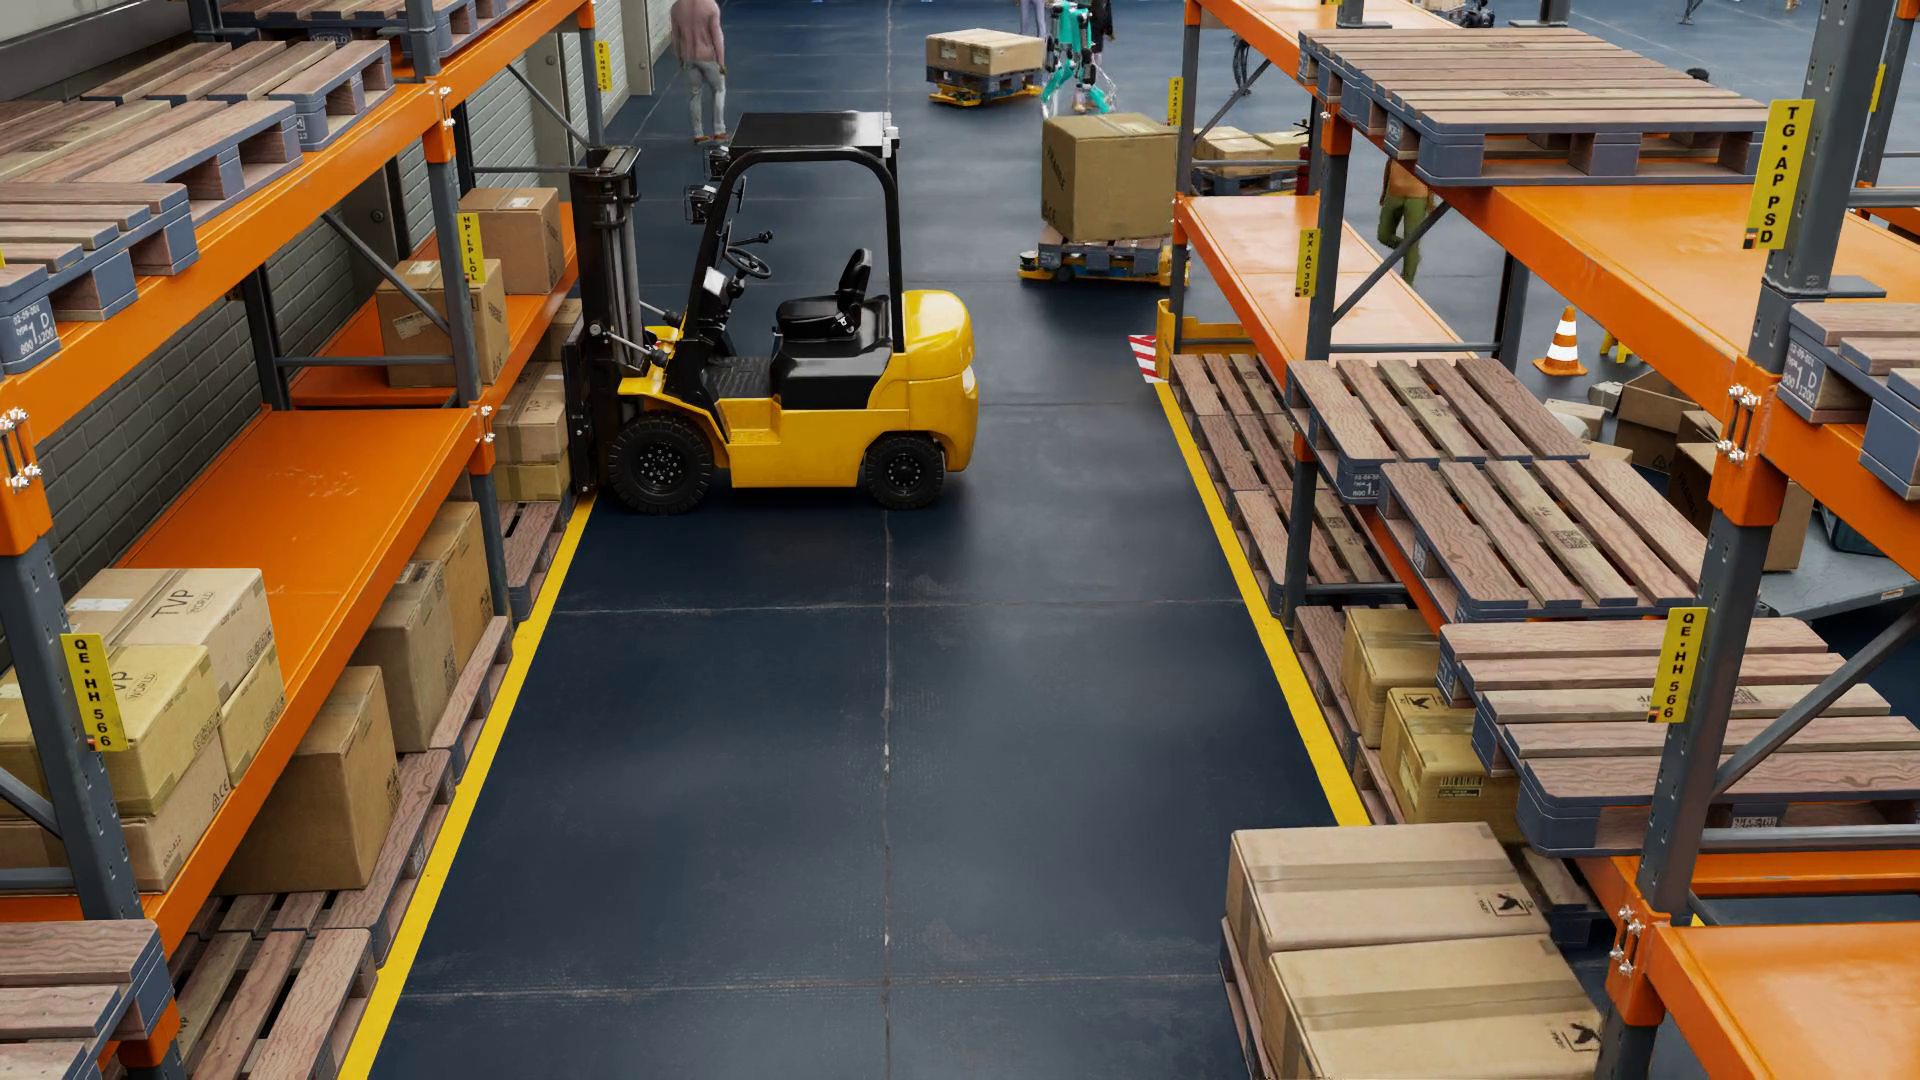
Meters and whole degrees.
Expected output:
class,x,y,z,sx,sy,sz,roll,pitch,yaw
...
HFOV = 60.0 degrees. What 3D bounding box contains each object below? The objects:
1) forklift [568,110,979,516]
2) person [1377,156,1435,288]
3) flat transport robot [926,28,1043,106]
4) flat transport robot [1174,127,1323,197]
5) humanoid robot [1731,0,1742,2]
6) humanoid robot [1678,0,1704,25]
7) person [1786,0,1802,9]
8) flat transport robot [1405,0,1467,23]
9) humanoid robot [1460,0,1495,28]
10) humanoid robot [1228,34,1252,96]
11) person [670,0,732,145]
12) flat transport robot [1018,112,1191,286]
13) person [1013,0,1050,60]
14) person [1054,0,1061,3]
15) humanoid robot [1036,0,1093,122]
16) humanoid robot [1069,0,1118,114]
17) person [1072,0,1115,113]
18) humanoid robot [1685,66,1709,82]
class,x,y,z,sx,sy,sz,roll,pitch,yaw
forklift,-1.043,-1.379,9.976,2.313,2.155,1.214,-1,25,-2
person,3.658,-2.793,13.533,0.531,1.694,0.525,-21,33,-38
flat transport robot,0.340,-5.897,21.792,1.431,0.231,0.659,-22,33,-39
flat transport robot,2.871,-3.484,16.683,0.659,0.231,1.431,-13,28,-25
humanoid robot,14.146,-10.799,30.495,0.531,1.777,1.000,-6,26,-12
humanoid robot,12.231,-9.400,27.560,0.332,1.643,0.608,14,29,27
person,14.852,-10.318,29.273,0.556,1.874,0.471,21,32,37
flat transport robot,7.446,-8.391,27.073,0.659,0.231,1.431,16,30,31
humanoid robot,6.072,-5.678,19.666,0.591,1.651,0.341,-14,28,-26
humanoid robot,3.725,-6.672,21.784,0.339,1.642,0.615,8,26,16
person,-2.936,-5.493,19.013,0.671,1.928,0.580,9,27,19
flat transport robot,1.258,-2.403,14.392,1.431,0.231,0.659,4,26,9
person,1.075,-7.988,24.402,0.568,1.824,0.422,10,27,19
person,1.795,-10.017,28.776,0.571,1.748,0.341,-5,26,-10
humanoid robot,1.127,-5.524,19.348,0.548,1.822,0.780,-14,29,-27
humanoid robot,1.537,-5.155,18.540,0.680,1.827,0.536,-3,25,-7
person,1.674,-6.297,20.814,0.392,1.839,0.697,16,30,31
humanoid robot,6.572,-3.399,14.935,0.784,1.648,0.613,17,30,32
